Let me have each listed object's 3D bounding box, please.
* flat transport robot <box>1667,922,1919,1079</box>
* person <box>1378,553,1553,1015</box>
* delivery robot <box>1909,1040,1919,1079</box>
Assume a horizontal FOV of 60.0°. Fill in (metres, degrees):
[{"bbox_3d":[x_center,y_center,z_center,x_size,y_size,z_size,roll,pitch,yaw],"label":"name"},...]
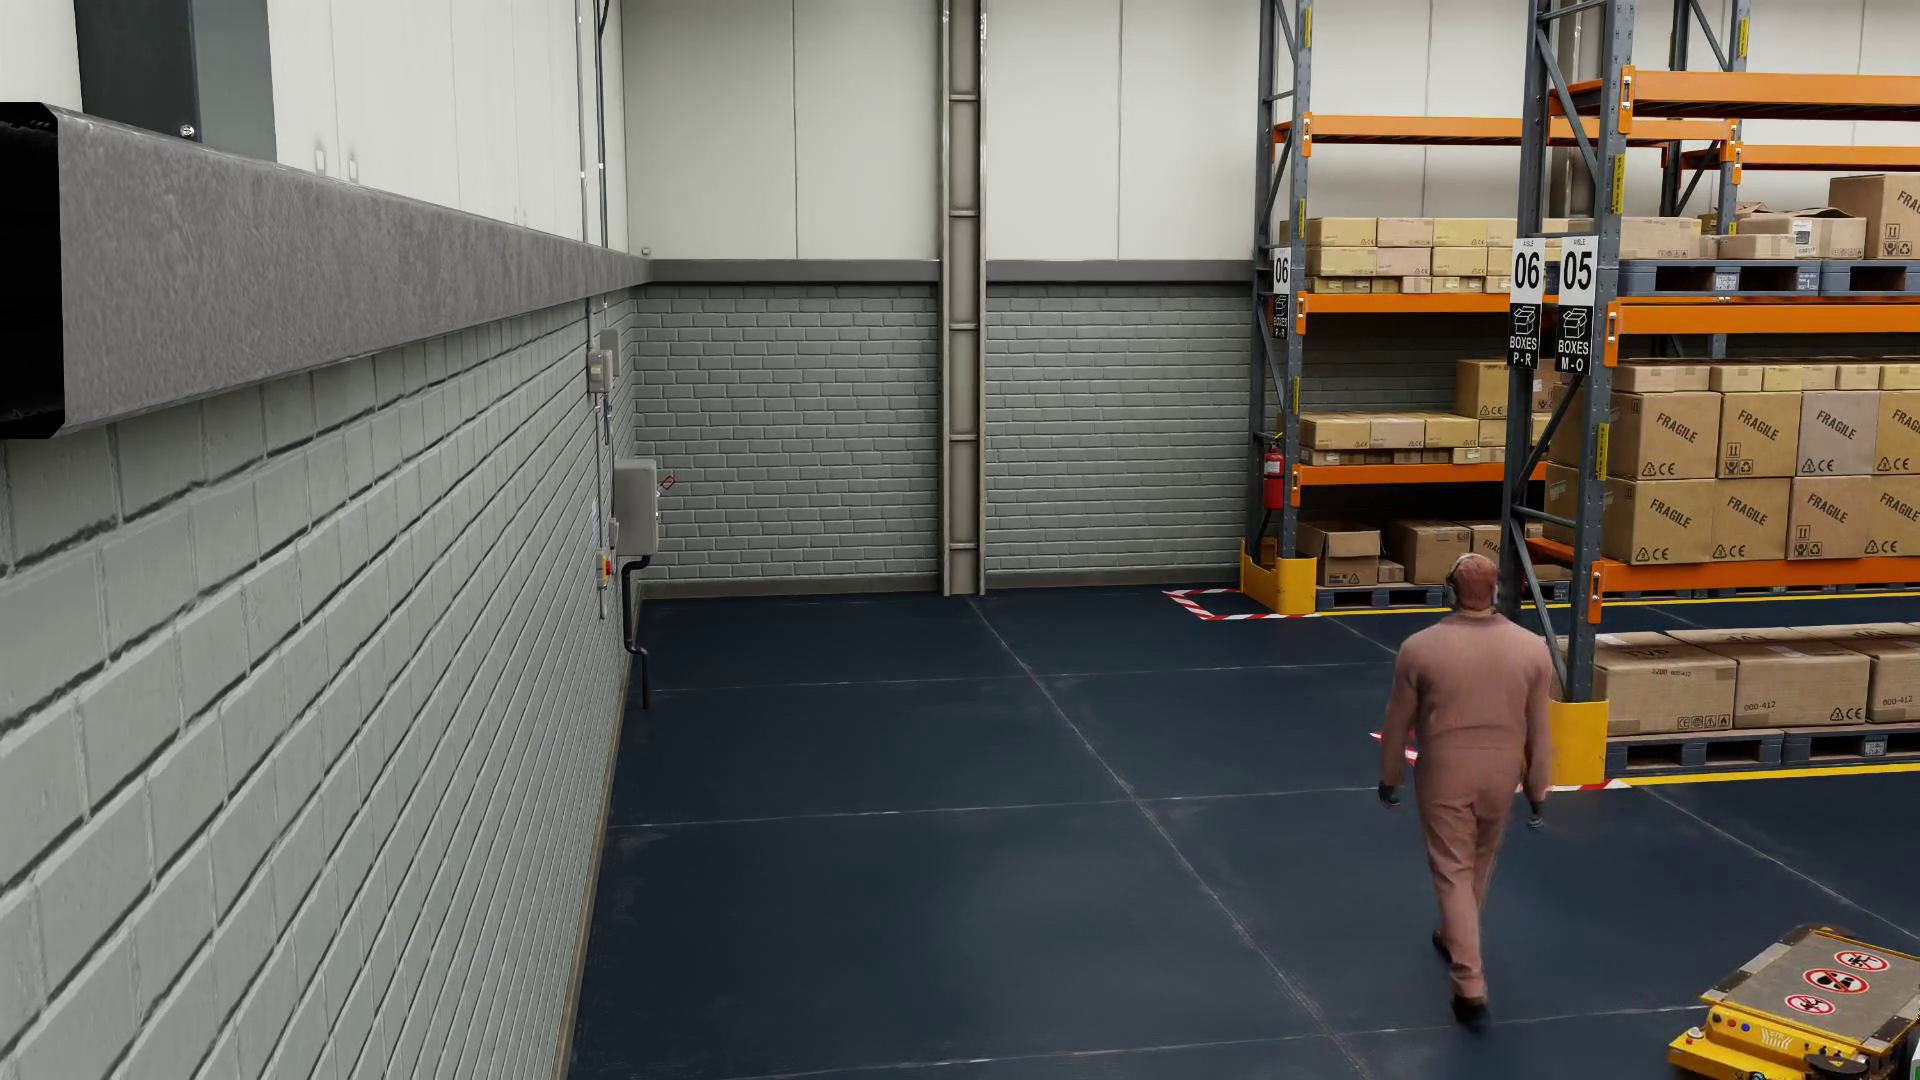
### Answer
[{"bbox_3d":[3.414,1.849,6.535,1.431,0.197,0.652,-9,13,-43],"label":"flat transport robot"},{"bbox_3d":[2.109,0.994,6.931,0.658,1.870,0.964,0,9,-1],"label":"person"},{"bbox_3d":[3.501,1.793,5.719,0.477,0.478,0.707,7,11,36],"label":"delivery robot"}]
